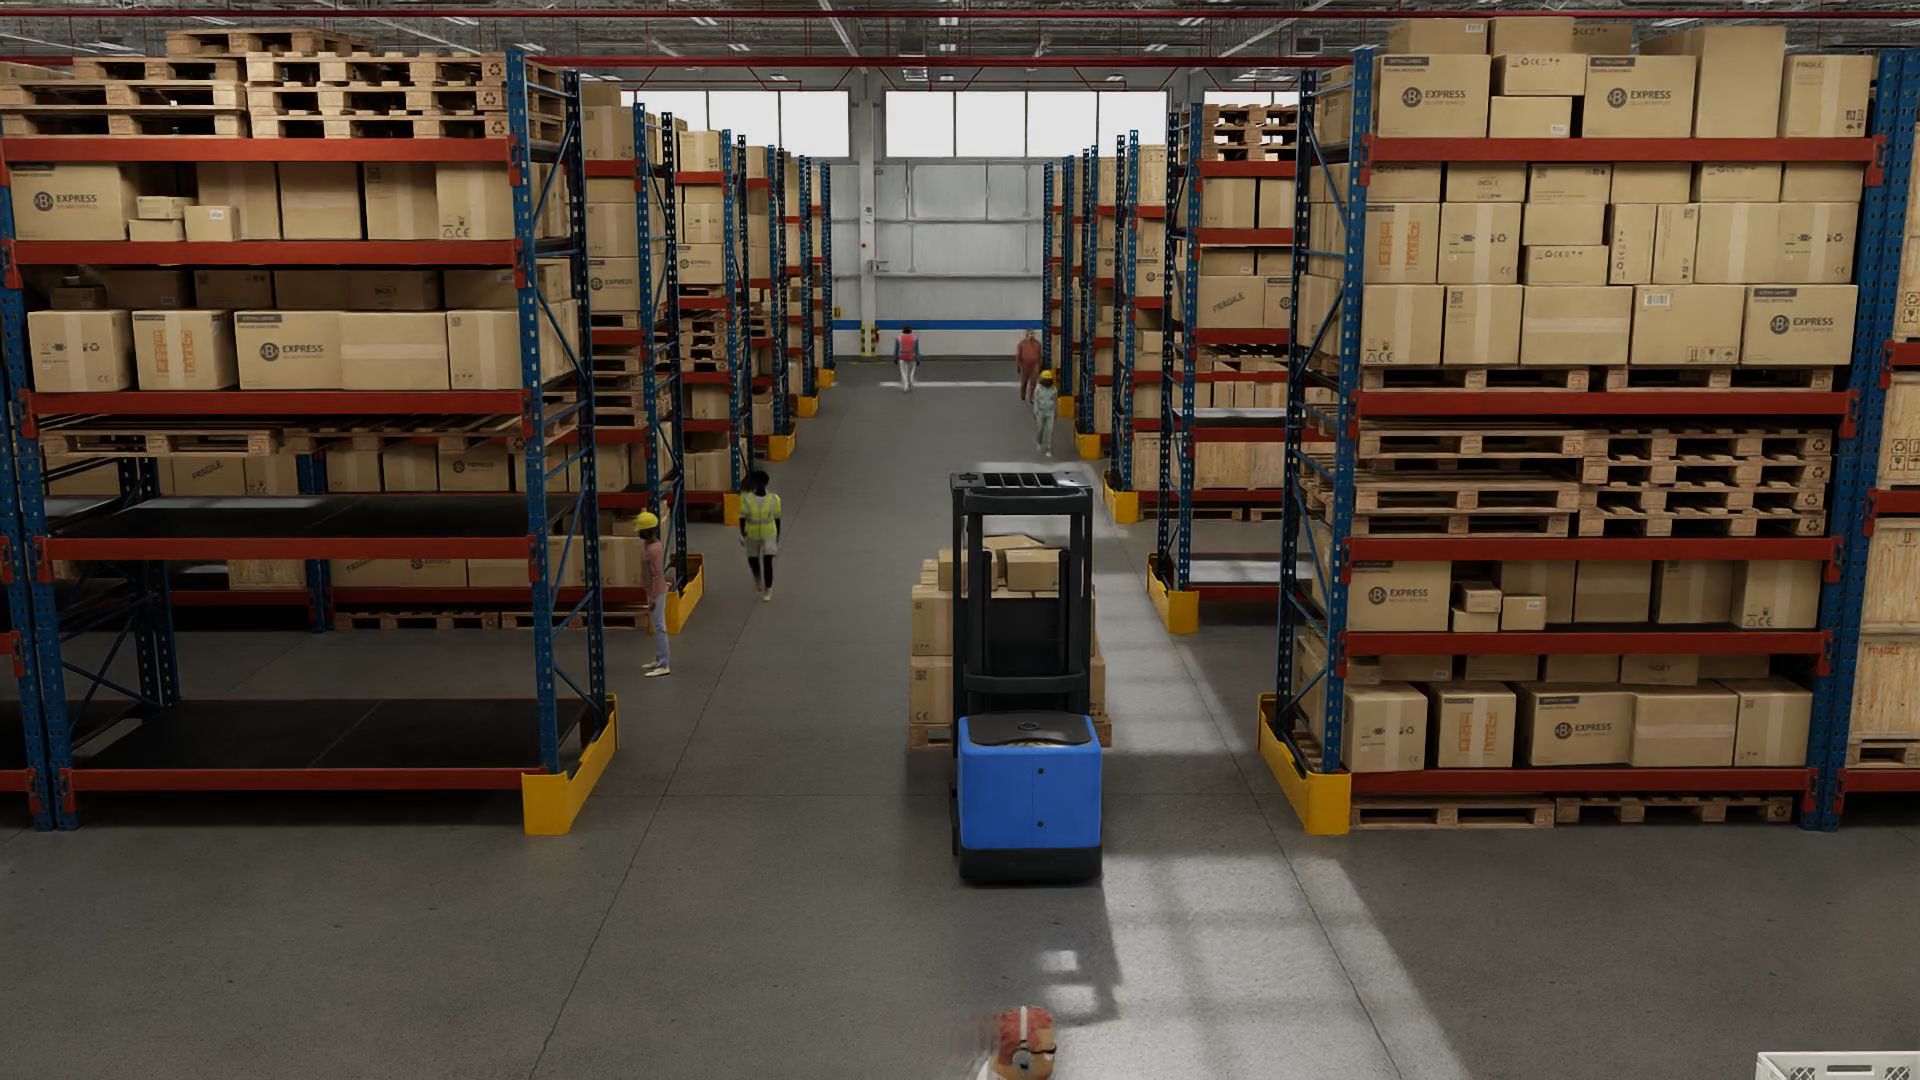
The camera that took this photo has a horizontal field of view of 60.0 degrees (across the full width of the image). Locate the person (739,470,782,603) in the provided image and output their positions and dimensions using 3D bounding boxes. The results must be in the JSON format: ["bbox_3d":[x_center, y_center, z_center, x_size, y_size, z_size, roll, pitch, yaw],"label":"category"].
[{"bbox_3d":[-2.525,-0.085,21.114,0.536,1.675,0.674,0,11,-2],"label":"person"}]

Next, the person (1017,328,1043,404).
[{"bbox_3d":[1.761,-4.393,41.927,0.647,1.895,0.528,-1,11,-4],"label":"person"}]

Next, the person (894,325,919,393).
[{"bbox_3d":[-1.417,-4.818,44.299,0.638,1.795,0.950,-2,12,-9],"label":"person"}]

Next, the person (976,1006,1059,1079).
[{"bbox_3d":[0.223,2.731,6.612,0.453,1.893,0.672,1,11,3],"label":"person"}]

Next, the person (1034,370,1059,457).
[{"bbox_3d":[1.715,-2.535,33.117,0.494,1.727,0.461,0,11,-1],"label":"person"}]

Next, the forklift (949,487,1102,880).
[{"bbox_3d":[0.495,0.986,12.813,1.129,2.768,1.873,0,11,-2],"label":"forklift"}]

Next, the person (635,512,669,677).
[{"bbox_3d":[-3.263,0.569,17.658,0.316,1.767,0.522,-3,12,-13],"label":"person"}]
